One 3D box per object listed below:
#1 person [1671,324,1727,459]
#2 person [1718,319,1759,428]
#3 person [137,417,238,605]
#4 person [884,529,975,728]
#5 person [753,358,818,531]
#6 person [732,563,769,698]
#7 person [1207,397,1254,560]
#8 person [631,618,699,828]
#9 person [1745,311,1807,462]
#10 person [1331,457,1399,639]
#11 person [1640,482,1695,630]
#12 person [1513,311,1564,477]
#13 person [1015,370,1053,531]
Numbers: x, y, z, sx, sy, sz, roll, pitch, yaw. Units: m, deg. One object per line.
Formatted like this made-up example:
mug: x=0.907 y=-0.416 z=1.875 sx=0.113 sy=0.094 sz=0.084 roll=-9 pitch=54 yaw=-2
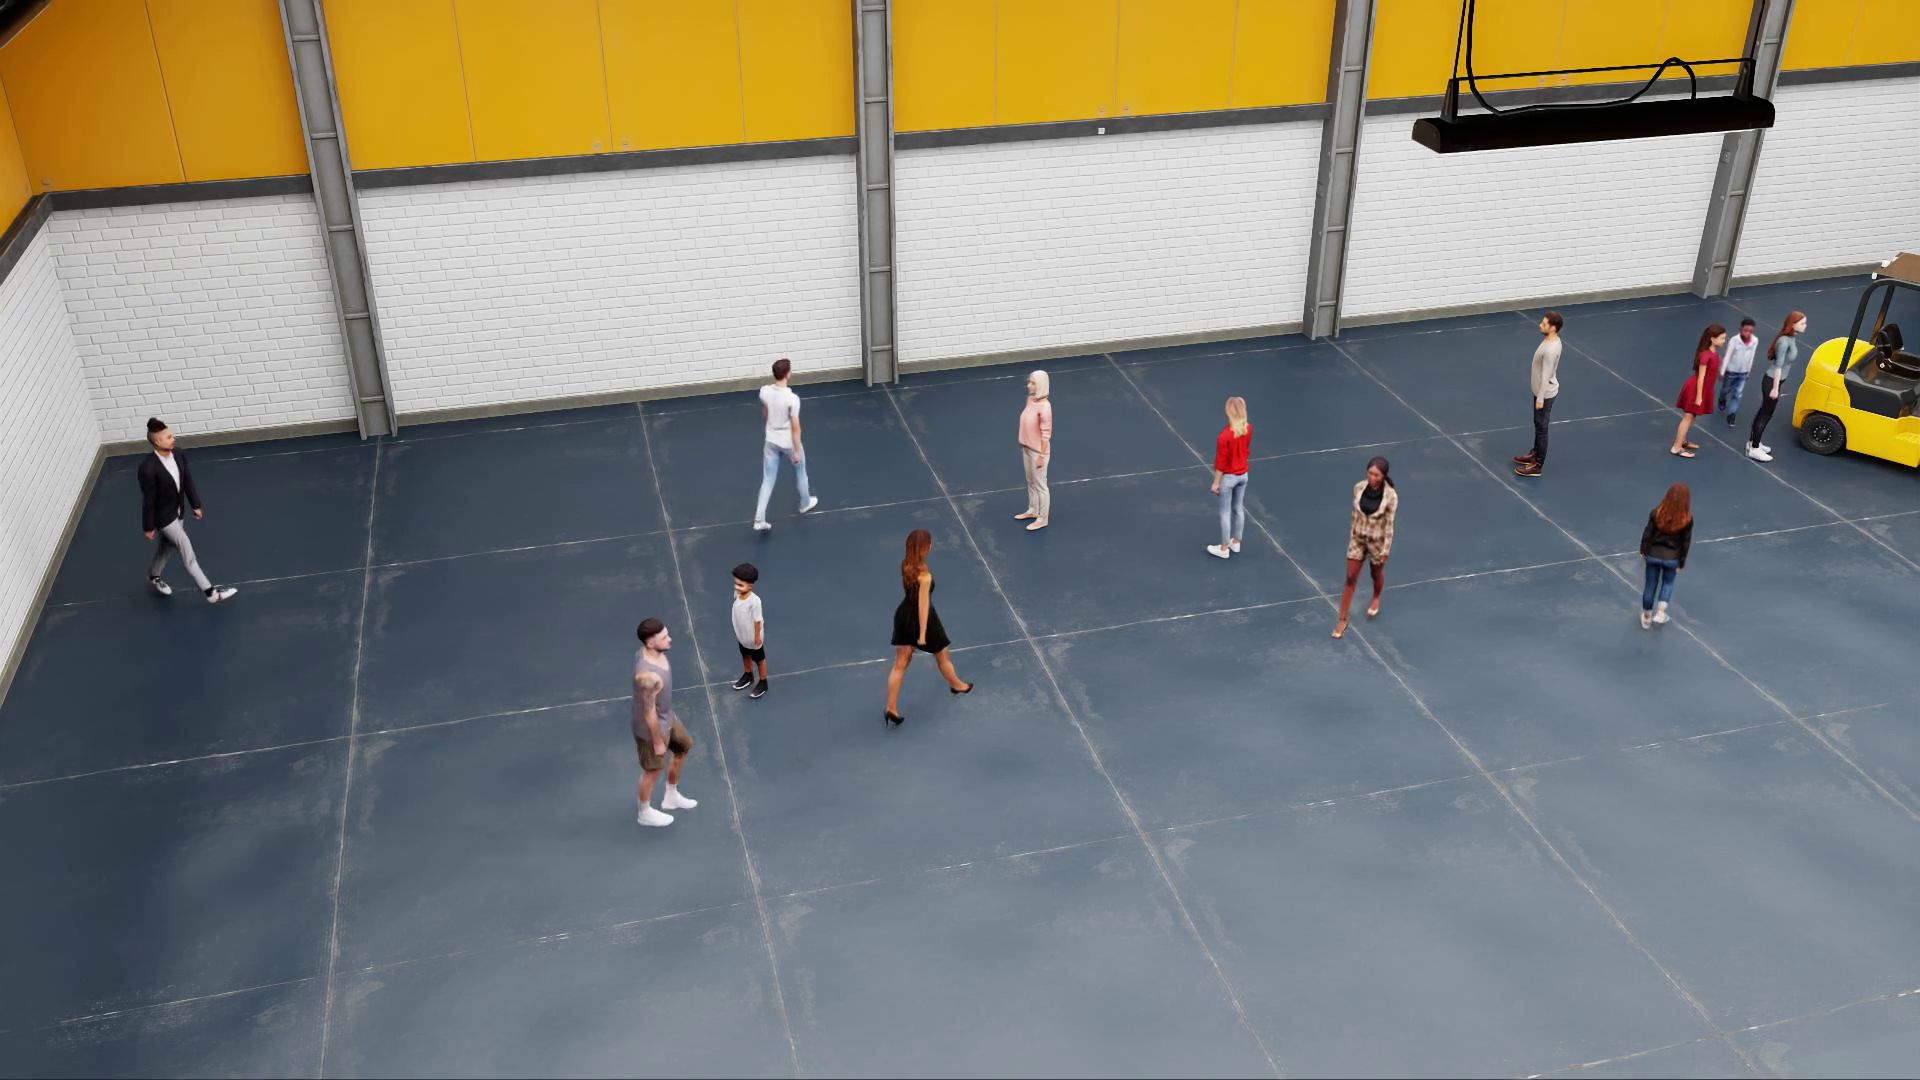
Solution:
person: x=8.270 y=-1.694 z=18.629 sx=0.750 sy=1.548 sz=0.689 roll=17 pitch=33 yaw=28
person: x=9.125 y=-2.018 z=19.538 sx=0.872 sy=1.245 sz=0.822 roll=8 pitch=30 yaw=14
person: x=-7.544 y=-0.270 z=15.642 sx=1.376 sy=1.907 sz=1.114 roll=8 pitch=30 yaw=14
person: x=-0.454 y=0.774 z=13.848 sx=1.194 sy=1.793 sz=0.866 roll=-20 pitch=35 yaw=-32
person: x=-1.872 y=-0.937 z=16.964 sx=1.214 sy=1.812 sz=1.190 roll=12 pitch=31 yaw=20
person: x=-1.826 y=0.759 z=14.436 sx=0.561 sy=1.255 sz=0.607 roll=21 pitch=35 yaw=33
person: x=2.697 y=-0.622 z=16.500 sx=0.589 sy=1.704 sz=0.743 roll=-21 pitch=35 yaw=-33
person: x=-2.377 y=1.369 z=12.461 sx=0.763 sy=1.827 sz=0.718 roll=-1 pitch=29 yaw=-3
person: x=9.059 y=-1.738 z=18.507 sx=0.728 sy=1.741 sz=0.659 roll=17 pitch=33 yaw=28
person: x=3.800 y=0.029 z=15.274 sx=1.044 sy=1.734 sz=1.150 roll=18 pitch=33 yaw=30
person: x=6.459 y=0.170 z=15.288 sx=0.638 sy=1.473 sz=0.718 roll=11 pitch=30 yaw=19
person: x=6.374 y=-1.607 z=18.138 sx=0.716 sy=1.864 sz=0.722 roll=7 pitch=29 yaw=12
person: x=0.783 y=-0.938 z=17.059 sx=0.569 sy=1.724 sz=0.633 roll=-12 pitch=31 yaw=-21
